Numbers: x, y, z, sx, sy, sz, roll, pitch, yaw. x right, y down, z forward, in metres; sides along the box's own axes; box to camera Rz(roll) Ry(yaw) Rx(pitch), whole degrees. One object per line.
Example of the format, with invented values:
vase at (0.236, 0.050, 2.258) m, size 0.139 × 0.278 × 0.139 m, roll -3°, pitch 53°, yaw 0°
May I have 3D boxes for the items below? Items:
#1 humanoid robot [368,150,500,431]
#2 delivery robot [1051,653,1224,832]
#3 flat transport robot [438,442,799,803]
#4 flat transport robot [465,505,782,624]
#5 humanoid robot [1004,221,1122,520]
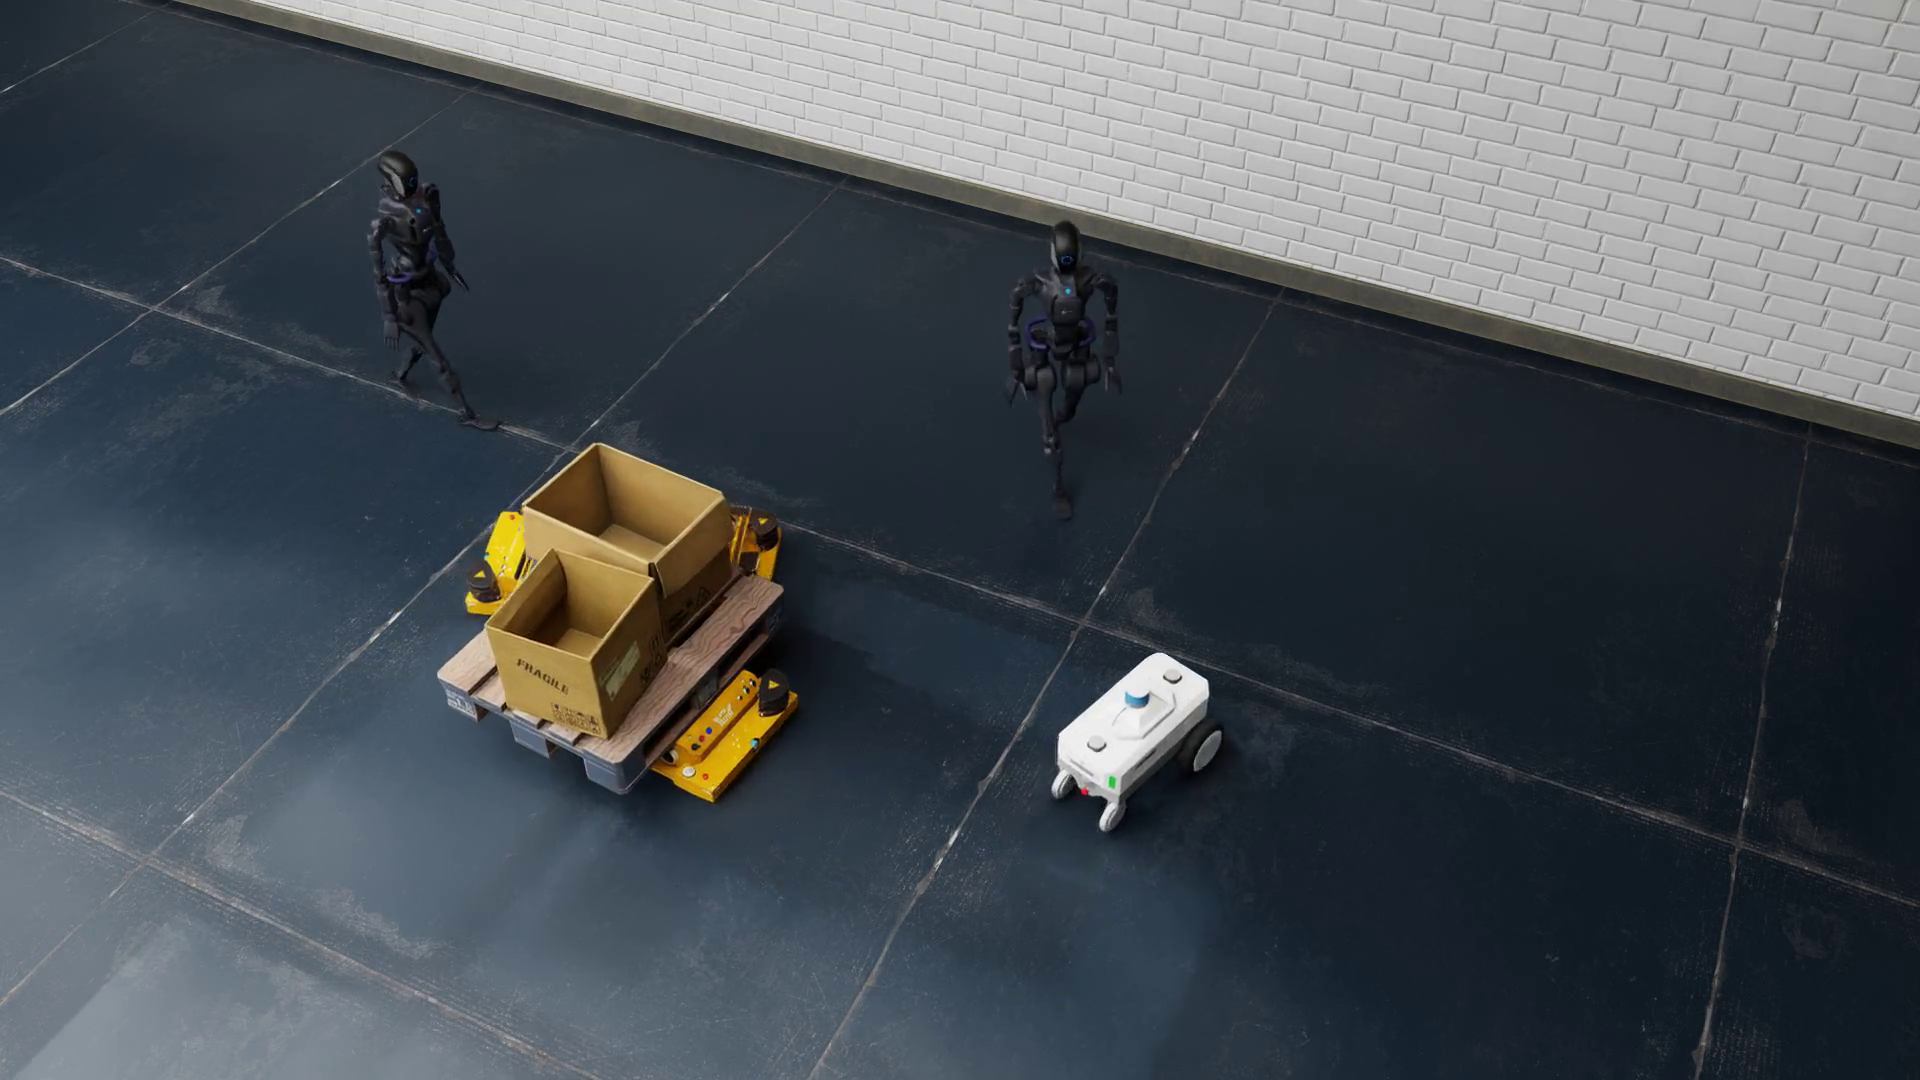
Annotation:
humanoid robot at (-2.861, -1.327, 8.701) m, size 0.807 × 1.621 × 0.612 m, roll 17°, pitch 45°, yaw 17°
delivery robot at (0.757, 0.825, 7.157) m, size 0.499 × 0.599 × 0.784 m, roll 32°, pitch 52°, yaw 30°
flat transport robot at (-1.506, 0.637, 7.568) m, size 1.431 × 0.231 × 0.659 m, roll 22°, pitch 47°, yaw 22°
flat transport robot at (-1.630, 0.107, 8.140) m, size 1.431 × 0.231 × 0.659 m, roll 3°, pitch 43°, yaw 3°
humanoid robot at (0.506, -0.917, 8.264) m, size 0.595 × 1.643 × 0.778 m, roll -5°, pitch 43°, yaw -5°
